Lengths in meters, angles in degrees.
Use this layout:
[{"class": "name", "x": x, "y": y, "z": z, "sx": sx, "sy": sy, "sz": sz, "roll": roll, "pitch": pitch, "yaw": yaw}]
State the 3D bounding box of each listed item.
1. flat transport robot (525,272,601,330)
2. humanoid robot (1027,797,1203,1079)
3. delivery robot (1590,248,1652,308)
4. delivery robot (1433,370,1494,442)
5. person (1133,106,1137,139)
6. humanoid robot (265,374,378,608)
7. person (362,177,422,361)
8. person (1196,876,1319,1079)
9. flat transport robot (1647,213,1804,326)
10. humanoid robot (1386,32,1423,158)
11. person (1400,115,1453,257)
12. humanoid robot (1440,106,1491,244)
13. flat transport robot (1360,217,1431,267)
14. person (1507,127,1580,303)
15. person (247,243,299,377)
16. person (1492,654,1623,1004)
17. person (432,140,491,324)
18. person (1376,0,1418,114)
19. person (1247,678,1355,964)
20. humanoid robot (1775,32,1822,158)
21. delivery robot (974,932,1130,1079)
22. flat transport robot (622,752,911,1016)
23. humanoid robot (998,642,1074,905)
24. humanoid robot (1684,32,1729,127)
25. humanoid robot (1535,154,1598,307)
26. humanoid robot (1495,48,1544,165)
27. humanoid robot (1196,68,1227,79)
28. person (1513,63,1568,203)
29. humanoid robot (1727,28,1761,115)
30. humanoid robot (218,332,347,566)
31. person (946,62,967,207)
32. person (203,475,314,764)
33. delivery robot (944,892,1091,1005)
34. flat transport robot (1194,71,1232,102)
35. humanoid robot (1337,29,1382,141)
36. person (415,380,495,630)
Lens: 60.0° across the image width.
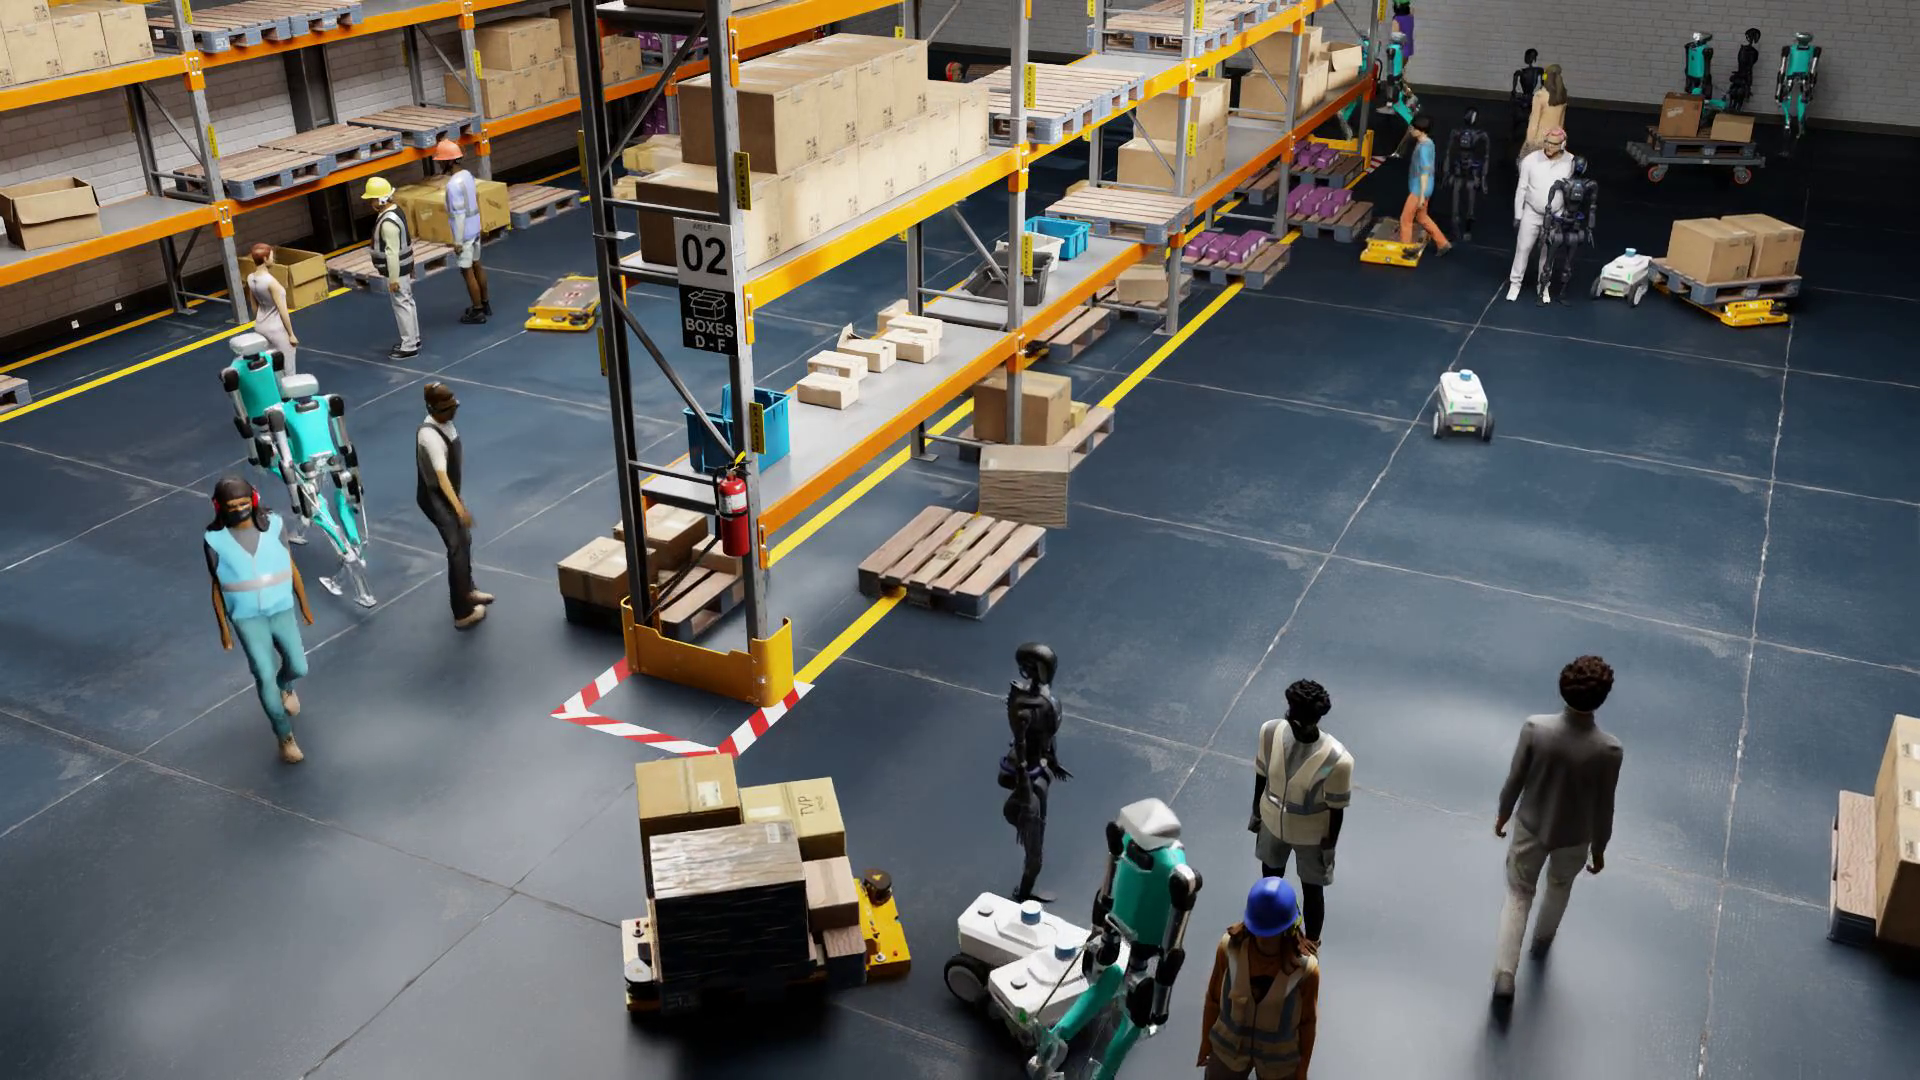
[{"class": "flat transport robot", "x": -4.152, "y": -2.575, "z": 17.980, "sx": 0.659, "sy": 0.231, "sz": 1.431, "roll": 3, "pitch": 26, "yaw": 6}, {"class": "humanoid robot", "x": 0.580, "y": 1.984, "z": 7.149, "sx": 0.804, "sy": 1.794, "sz": 0.530, "roll": -16, "pitch": 31, "yaw": -30}, {"class": "delivery robot", "x": 7.337, "y": -2.905, "z": 18.331, "sx": 0.499, "sy": 0.601, "sz": 0.805, "roll": 21, "pitch": 33, "yaw": 36}, {"class": "delivery robot", "x": 4.510, "y": -1.230, "z": 14.930, "sx": 0.499, "sy": 0.586, "sz": 0.773, "roll": 4, "pitch": 27, "yaw": 7}, {"class": "person", "x": 2.731, "y": -6.496, "z": 24.144, "sx": 0.365, "sy": 1.830, "sz": 0.503, "roll": -13, "pitch": 29, "yaw": -25}, {"class": "humanoid robot", "x": -4.356, "y": -0.248, "z": 11.621, "sx": 0.530, "sy": 1.735, "sz": 0.924, "roll": -21, "pitch": 33, "yaw": -36}, {"class": "person", "x": -5.601, "y": -2.688, "z": 16.459, "sx": 0.403, "sy": 1.824, "sz": 0.590, "roll": -6, "pitch": 27, "yaw": -11}, {"class": "person", "x": 1.207, "y": 2.111, "z": 6.812, "sx": 0.460, "sy": 1.778, "sz": 0.306, "roll": 10, "pitch": 28, "yaw": 18}, {"class": "flat transport robot", "x": 8.277, "y": -2.653, "z": 18.138, "sx": 0.659, "sy": 0.231, "sz": 1.431, "roll": -6, "pitch": 27, "yaw": -12}, {"class": "humanoid robot", "x": 6.461, "y": -6.427, "z": 24.087, "sx": 0.736, "sy": 1.756, "sz": 0.531, "roll": 13, "pitch": 29, "yaw": 24}, {"class": "person", "x": 5.439, "y": -4.070, "z": 19.350, "sx": 0.732, "sy": 1.733, "sz": 0.514, "roll": 8, "pitch": 27, "yaw": 16}, {"class": "humanoid robot", "x": 6.153, "y": -4.406, "z": 20.115, "sx": 0.613, "sy": 1.640, "sz": 0.491, "roll": 21, "pitch": 33, "yaw": 36}, {"class": "flat transport robot", "x": 5.279, "y": -3.600, "z": 20.049, "sx": 0.659, "sy": 0.231, "sz": 1.431, "roll": 10, "pitch": 28, "yaw": 19}, {"class": "person", "x": 6.333, "y": -3.516, "z": 18.040, "sx": 0.641, "sy": 1.905, "sz": 0.402, "roll": 6, "pitch": 27, "yaw": 13}, {"class": "person", "x": -6.145, "y": -1.851, "z": 14.949, "sx": 0.444, "sy": 1.658, "sz": 0.285, "roll": 14, "pitch": 30, "yaw": 27}, {"class": "person", "x": 2.900, "y": 1.404, "z": 8.141, "sx": 0.546, "sy": 1.866, "sz": 0.859, "roll": 12, "pitch": 29, "yaw": 23}, {"class": "person", "x": -5.218, "y": -3.223, "z": 17.423, "sx": 0.394, "sy": 1.928, "sz": 0.567, "roll": 1, "pitch": 26, "yaw": 2}, {"class": "person", "x": 7.071, "y": -7.797, "z": 26.673, "sx": 0.546, "sy": 1.910, "sz": 0.587, "roll": 20, "pitch": 33, "yaw": 35}, {"class": "person", "x": 1.674, "y": 1.427, "z": 8.288, "sx": 0.532, "sy": 1.693, "sz": 0.320, "roll": 22, "pitch": 34, "yaw": 37}, {"class": "humanoid robot", "x": 12.058, "y": -6.330, "z": 23.981, "sx": 0.531, "sy": 1.831, "sz": 0.765, "roll": 5, "pitch": 27, "yaw": 10}, {"class": "delivery robot", "x": 0.502, "y": 2.178, "z": 8.048, "sx": 0.777, "sy": 0.587, "sz": 0.499, "roll": -14, "pitch": 30, "yaw": -27}, {"class": "flat transport robot", "x": -1.016, "y": 2.063, "z": 8.611, "sx": 1.431, "sy": 0.231, "sz": 0.659, "roll": -6, "pitch": 27, "yaw": -11}, {"class": "humanoid robot", "x": 0.388, "y": 1.253, "z": 8.658, "sx": 0.323, "sy": 1.653, "sz": 0.601, "roll": 8, "pitch": 27, "yaw": 15}, {"class": "humanoid robot", "x": 11.078, "y": -6.617, "z": 24.542, "sx": 1.009, "sy": 1.732, "sz": 0.552, "roll": -7, "pitch": 27, "yaw": -14}, {"class": "humanoid robot", "x": 6.542, "y": -3.331, "z": 17.906, "sx": 0.599, "sy": 1.655, "sz": 0.315, "roll": 0, "pitch": 26, "yaw": 0}, {"class": "humanoid robot", "x": 8.004, "y": -6.113, "z": 23.543, "sx": 0.589, "sy": 1.639, "sz": 0.598, "roll": -9, "pitch": 28, "yaw": -17}, {"class": "humanoid robot", "x": 3.553, "y": -6.237, "z": 23.867, "sx": 0.609, "sy": 1.649, "sz": 0.770, "roll": 23, "pitch": 34, "yaw": 38}, {"class": "person", "x": 7.519, "y": -5.231, "z": 21.548, "sx": 0.592, "sy": 1.857, "sz": 0.600, "roll": -10, "pitch": 28, "yaw": -19}, {"class": "humanoid robot", "x": 11.732, "y": -6.830, "z": 24.970, "sx": 0.315, "sy": 1.657, "sz": 0.599, "roll": 4, "pitch": 27, "yaw": 8}, {"class": "humanoid robot", "x": -4.913, "y": -0.641, "z": 12.436, "sx": 0.965, "sy": 1.762, "sz": 0.560, "roll": 14, "pitch": 29, "yaw": 25}, {"class": "person", "x": -0.126, "y": -5.304, "z": 21.716, "sx": 0.372, "sy": 1.842, "sz": 0.568, "roll": 9, "pitch": 28, "yaw": 18}, {"class": "person", "x": -4.243, "y": 0.442, "z": 10.105, "sx": 0.545, "sy": 1.847, "sz": 0.593, "roll": -17, "pitch": 31, "yaw": -31}, {"class": "delivery robot", "x": 0.322, "y": 2.063, "z": 8.305, "sx": 0.788, "sy": 0.610, "sz": 0.499, "roll": 15, "pitch": 30, "yaw": 28}, {"class": "flat transport robot", "x": 3.733, "y": -7.427, "z": 27.780, "sx": 1.431, "sy": 0.231, "sz": 0.659, "roll": 21, "pitch": 33, "yaw": 36}, {"class": "humanoid robot", "x": 5.792, "y": -6.630, "z": 24.525, "sx": 0.746, "sy": 1.800, "sz": 0.546, "roll": 21, "pitch": 33, "yaw": 35}, {"class": "person", "x": -3.567, "y": -0.275, "z": 11.589, "sx": 0.378, "sy": 1.819, "sz": 0.538, "roll": -3, "pitch": 26, "yaw": -6}]
